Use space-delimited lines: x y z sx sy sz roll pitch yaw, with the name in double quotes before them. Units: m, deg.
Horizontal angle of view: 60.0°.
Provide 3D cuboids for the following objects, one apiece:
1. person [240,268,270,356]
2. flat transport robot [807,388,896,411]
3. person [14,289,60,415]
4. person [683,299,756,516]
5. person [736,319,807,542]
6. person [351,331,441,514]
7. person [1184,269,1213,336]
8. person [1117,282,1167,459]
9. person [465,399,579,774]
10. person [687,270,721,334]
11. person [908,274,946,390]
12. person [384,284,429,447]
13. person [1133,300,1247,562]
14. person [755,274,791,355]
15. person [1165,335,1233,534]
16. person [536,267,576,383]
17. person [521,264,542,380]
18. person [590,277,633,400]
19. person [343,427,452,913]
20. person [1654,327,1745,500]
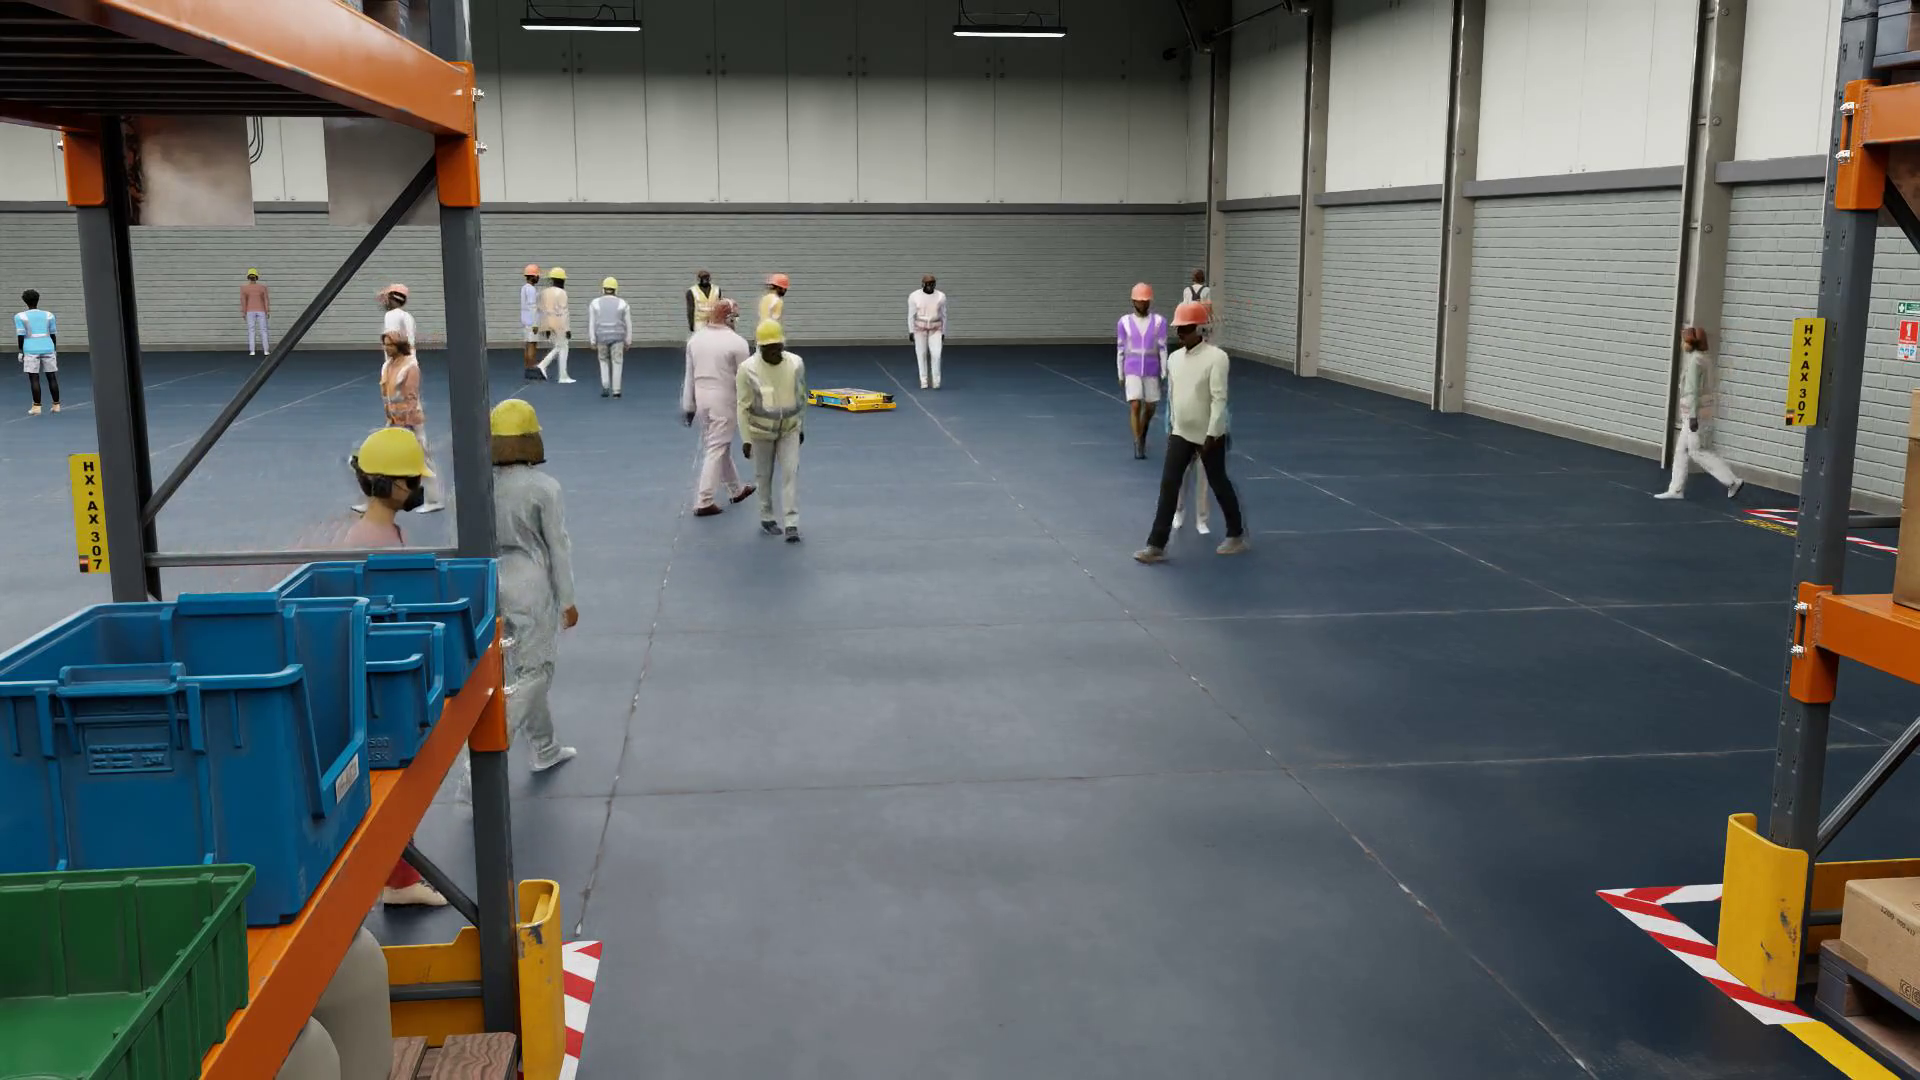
"person" -14.265 -4.609 33.692 0.525 1.769 0.308 -4 11 -22
"flat transport robot" -1.545 -1.994 23.458 0.652 0.197 1.431 -7 12 -33
"person" -12.508 -2.542 22.557 0.321 1.694 0.535 8 13 37
"person" -2.025 -1.170 14.580 0.648 1.855 0.977 7 13 34
"person" -1.475 -0.862 13.173 0.604 1.758 0.936 -4 11 -19
"person" -4.862 -0.993 14.328 0.540 1.598 0.777 8 13 38
"person" 4.156 -3.799 29.076 0.553 1.834 0.395 4 11 23
"person" 1.988 -1.863 18.228 0.560 1.921 0.742 0 10 1
"person" -1.940 0.244 7.233 0.486 1.717 0.789 5 11 26
"person" -4.470 -3.844 29.342 0.664 1.820 0.608 -5 11 -23
"person" -0.508 -3.265 26.214 0.616 1.803 0.856 -1 10 -4
"person" -6.218 -1.907 18.590 0.389 1.883 0.636 0 10 0
"person" 1.784 -0.811 12.416 1.041 1.946 0.623 -9 14 -42
"person" -2.802 -2.953 24.351 0.984 1.871 0.666 -8 13 -37
"person" 1.934 -0.846 13.457 0.530 1.628 0.361 -1 10 -3
"person" -6.627 -3.508 27.261 0.559 1.911 0.593 -9 14 -41
"person" -7.231 -3.685 28.154 0.379 1.938 0.547 -5 12 -27
"person" -5.174 -2.999 24.730 0.616 1.810 0.548 -1 10 -6
"person" -1.993 0.478 5.812 0.403 1.749 0.537 -1 10 -7
"person" 6.738 -1.126 15.036 0.696 1.606 0.524 6 12 29
